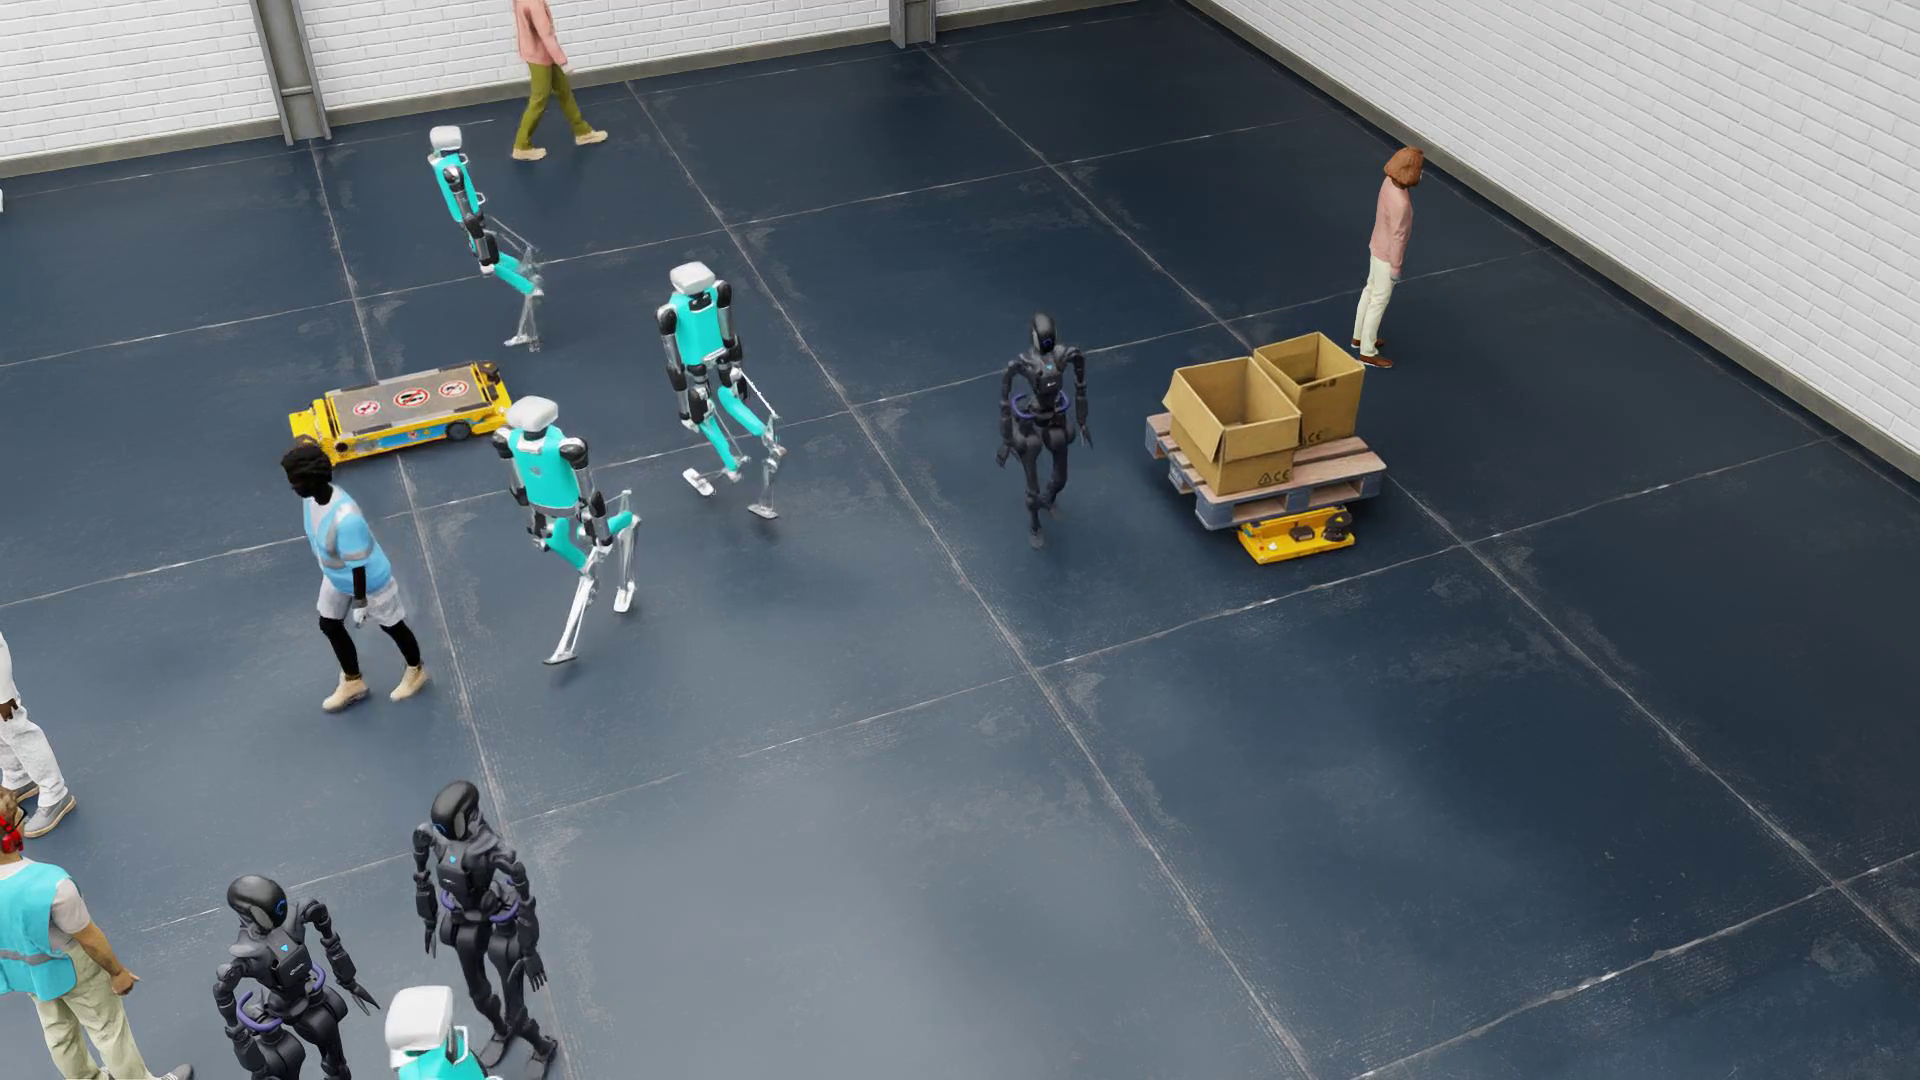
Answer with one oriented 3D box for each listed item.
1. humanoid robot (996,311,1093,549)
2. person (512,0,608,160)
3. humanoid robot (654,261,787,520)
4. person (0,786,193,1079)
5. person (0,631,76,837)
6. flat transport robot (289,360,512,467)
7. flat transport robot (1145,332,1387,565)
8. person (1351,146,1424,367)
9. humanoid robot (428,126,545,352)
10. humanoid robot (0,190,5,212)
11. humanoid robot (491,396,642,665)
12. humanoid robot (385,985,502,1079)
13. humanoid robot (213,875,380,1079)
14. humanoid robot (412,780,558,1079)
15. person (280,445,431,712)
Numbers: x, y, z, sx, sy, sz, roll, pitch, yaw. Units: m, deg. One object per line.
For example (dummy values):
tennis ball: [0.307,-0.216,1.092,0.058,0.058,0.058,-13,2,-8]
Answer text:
humanoid robot: [0.495,-0.713,10.067,0.609,1.646,0.453,-9,38,-11]
person: [-3.633,-4.226,14.521,0.890,1.798,0.528,-13,39,-16]
humanoid robot: [-1.395,-0.806,10.144,1.032,1.751,0.546,30,47,33]
person: [-3.656,1.726,6.733,0.563,1.846,0.391,6,38,8]
person: [-4.805,0.661,8.090,0.578,1.882,0.353,19,41,23]
flat transport robot: [-3.818,-0.861,11.394,1.431,0.231,0.659,-15,40,-19]
flat transport robot: [1.917,-0.374,10.760,0.659,0.231,1.431,-11,39,-14]
person: [3.033,-2.015,11.774,0.266,1.630,0.506,0,38,0]
humanoid robot: [-3.260,-2.098,11.862,0.774,1.848,0.535,-16,40,-19]
humanoid robot: [-8.121,-3.291,13.384,0.555,1.799,0.929,3,38,4]
humanoid robot: [-2.121,-0.154,9.293,0.556,1.727,1.081,10,39,13]
humanoid robot: [-1.548,2.283,6.183,0.800,1.883,0.559,-9,39,-12]
humanoid robot: [-2.626,1.913,6.615,0.315,1.659,0.599,20,42,24]
humanoid robot: [-2.006,1.635,6.984,0.589,1.648,0.335,10,39,13]
person: [-3.276,0.242,8.806,0.569,1.670,0.666,28,45,31]
